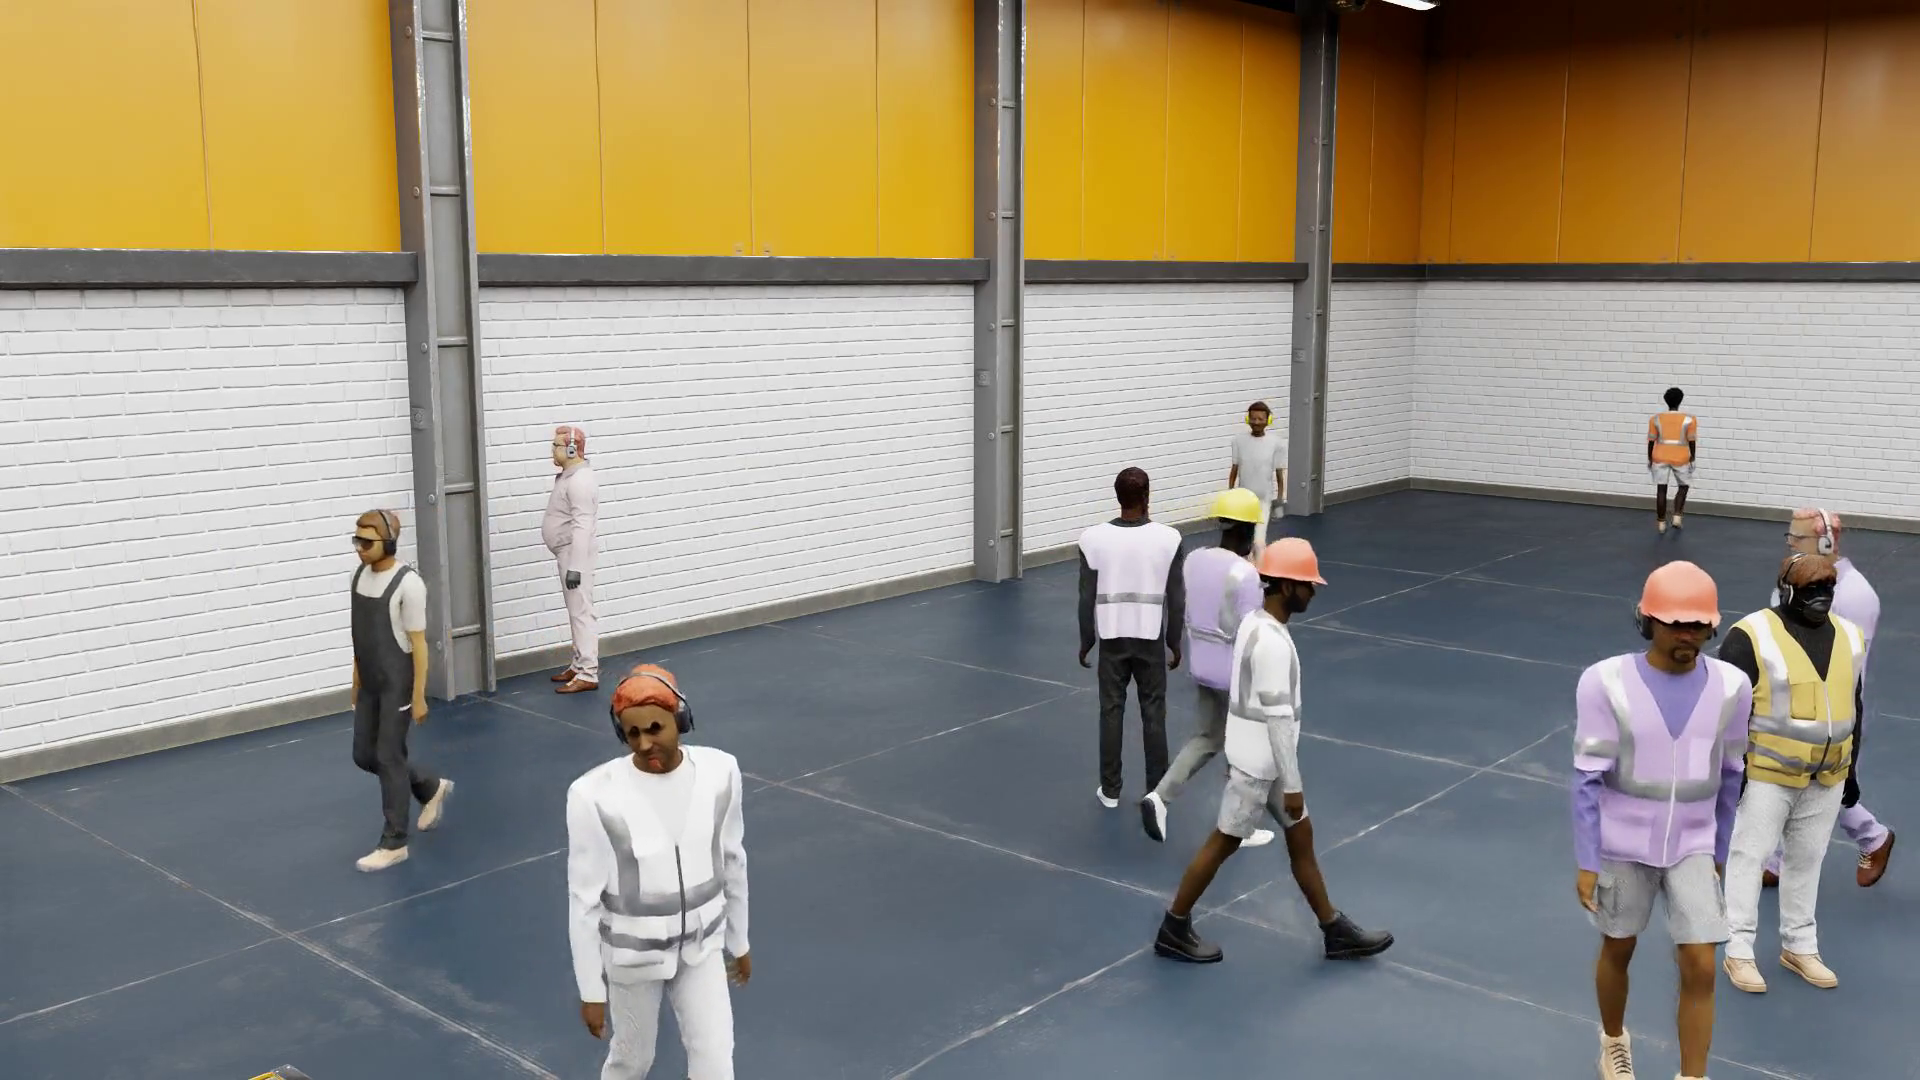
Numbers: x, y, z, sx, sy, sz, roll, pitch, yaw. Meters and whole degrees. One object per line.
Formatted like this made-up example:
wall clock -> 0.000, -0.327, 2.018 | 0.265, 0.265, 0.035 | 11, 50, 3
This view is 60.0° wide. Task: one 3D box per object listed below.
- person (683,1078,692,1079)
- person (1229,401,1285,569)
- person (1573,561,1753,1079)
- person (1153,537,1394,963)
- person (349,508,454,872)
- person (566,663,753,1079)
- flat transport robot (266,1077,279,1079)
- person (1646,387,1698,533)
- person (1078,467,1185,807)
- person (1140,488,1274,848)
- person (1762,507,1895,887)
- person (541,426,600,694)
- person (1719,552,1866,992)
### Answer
person -> -0.332, 1.672, 2.465 | 0.380, 1.845, 0.570 | -1, 9, -9
person -> 2.707, -0.360, 15.216 | 0.546, 1.851, 0.484 | 4, 10, 24
person -> 2.407, 1.075, 5.685 | 0.610, 2.009, 0.854 | 1, 9, 7
person -> 1.329, 0.921, 7.129 | 1.052, 1.869, 0.578 | 1, 9, 6
person -> -2.862, 0.729, 8.445 | 0.532, 1.831, 0.584 | 6, 11, 34
person -> -0.939, 1.256, 5.158 | 0.616, 1.834, 0.971 | -6, 11, -33
flat transport robot -> -2.123, 2.021, 5.205 | 1.431, 0.197, 0.652 | 8, 12, 40
person -> 8.204, -0.920, 19.198 | 0.555, 1.686, 0.388 | 5, 10, 30
person -> 0.953, 0.552, 9.287 | 0.589, 1.915, 0.399 | 1, 9, 8
person -> 1.298, 0.680, 8.523 | 0.672, 1.901, 0.589 | -6, 11, -32
person -> 4.114, 0.777, 7.943 | 0.623, 1.891, 0.653 | -1, 9, -7
person -> -2.785, 0.133, 11.931 | 0.409, 1.913, 0.642 | -3, 9, -17
person -> 3.477, 0.962, 6.942 | 0.627, 1.844, 0.429 | -1, 9, -8
